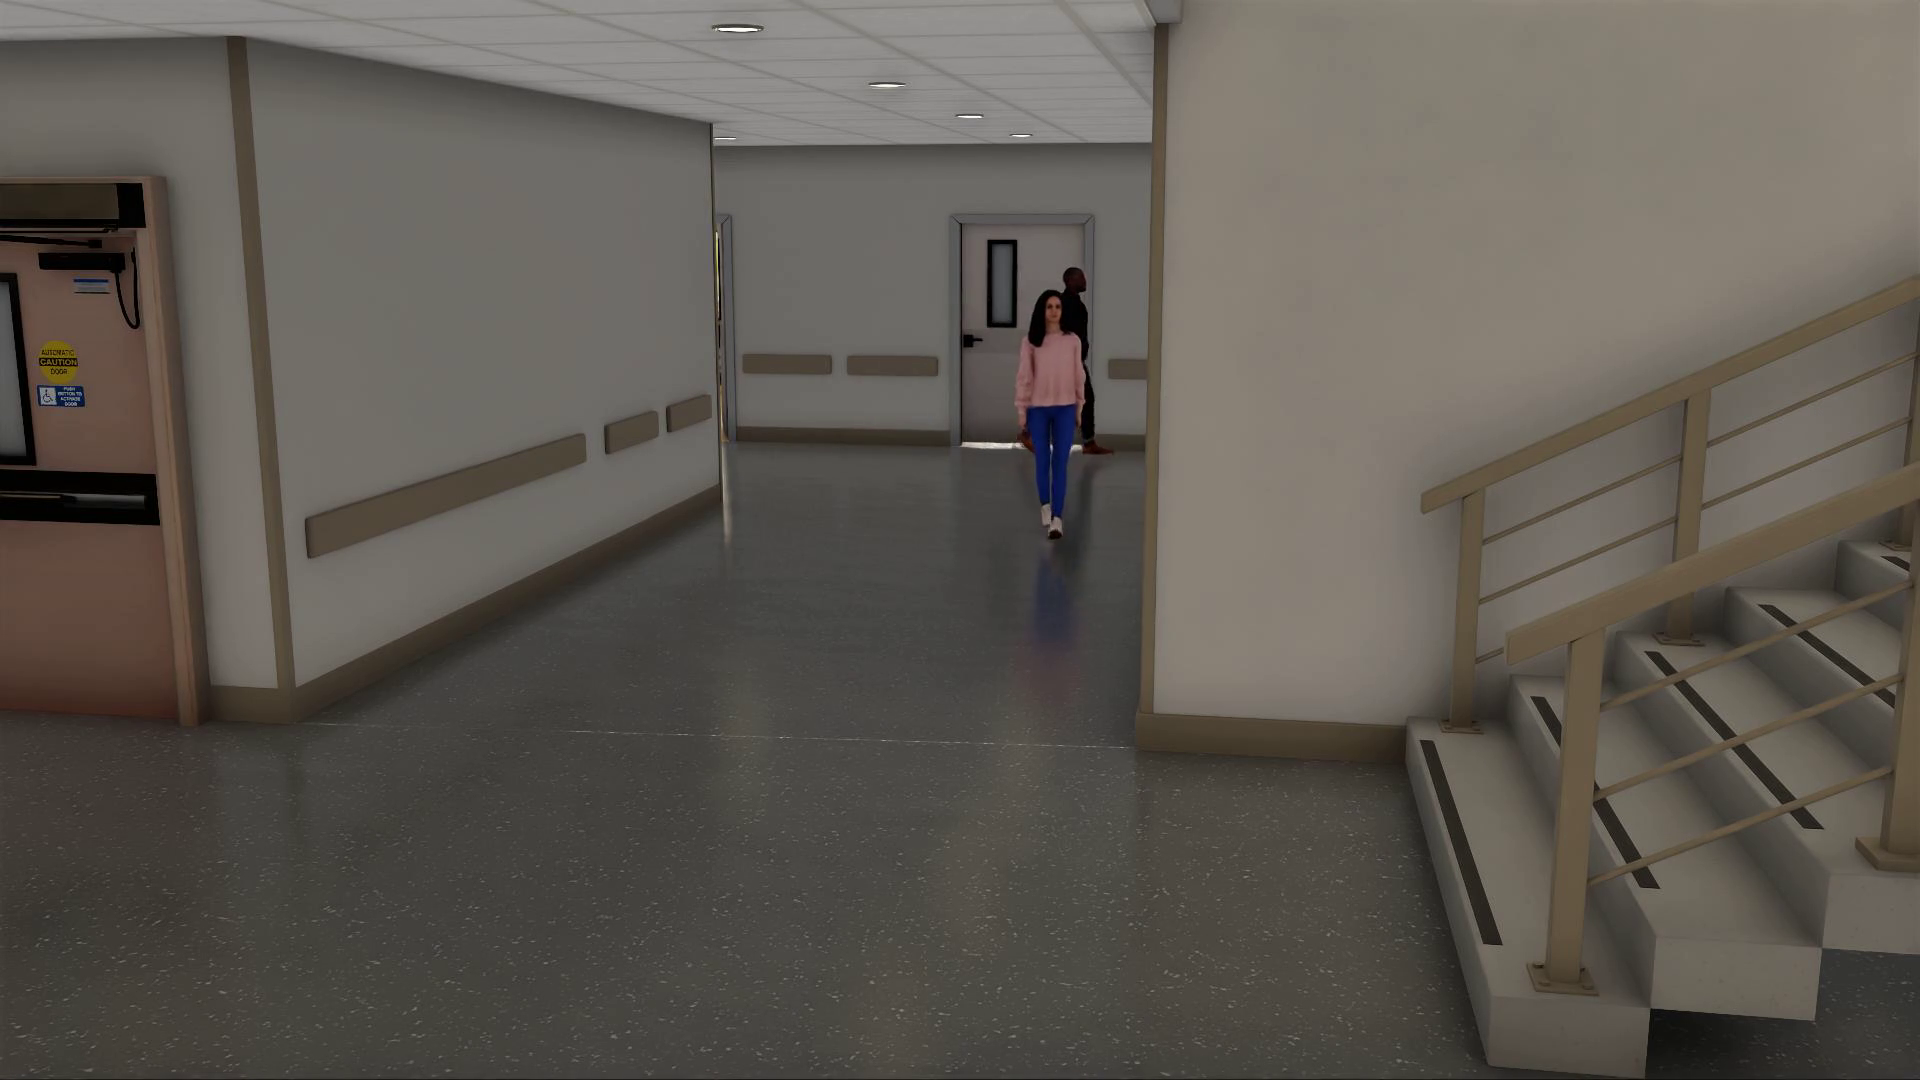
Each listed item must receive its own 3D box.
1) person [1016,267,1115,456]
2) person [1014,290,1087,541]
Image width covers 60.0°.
[{"bbox_3d":[0.962,-1.661,15.817,1.175,1.785,0.764,3,11,15],"label":"person"},{"bbox_3d":[0.638,-0.874,11.857,1.152,1.715,0.844,0,11,2],"label":"person"}]
